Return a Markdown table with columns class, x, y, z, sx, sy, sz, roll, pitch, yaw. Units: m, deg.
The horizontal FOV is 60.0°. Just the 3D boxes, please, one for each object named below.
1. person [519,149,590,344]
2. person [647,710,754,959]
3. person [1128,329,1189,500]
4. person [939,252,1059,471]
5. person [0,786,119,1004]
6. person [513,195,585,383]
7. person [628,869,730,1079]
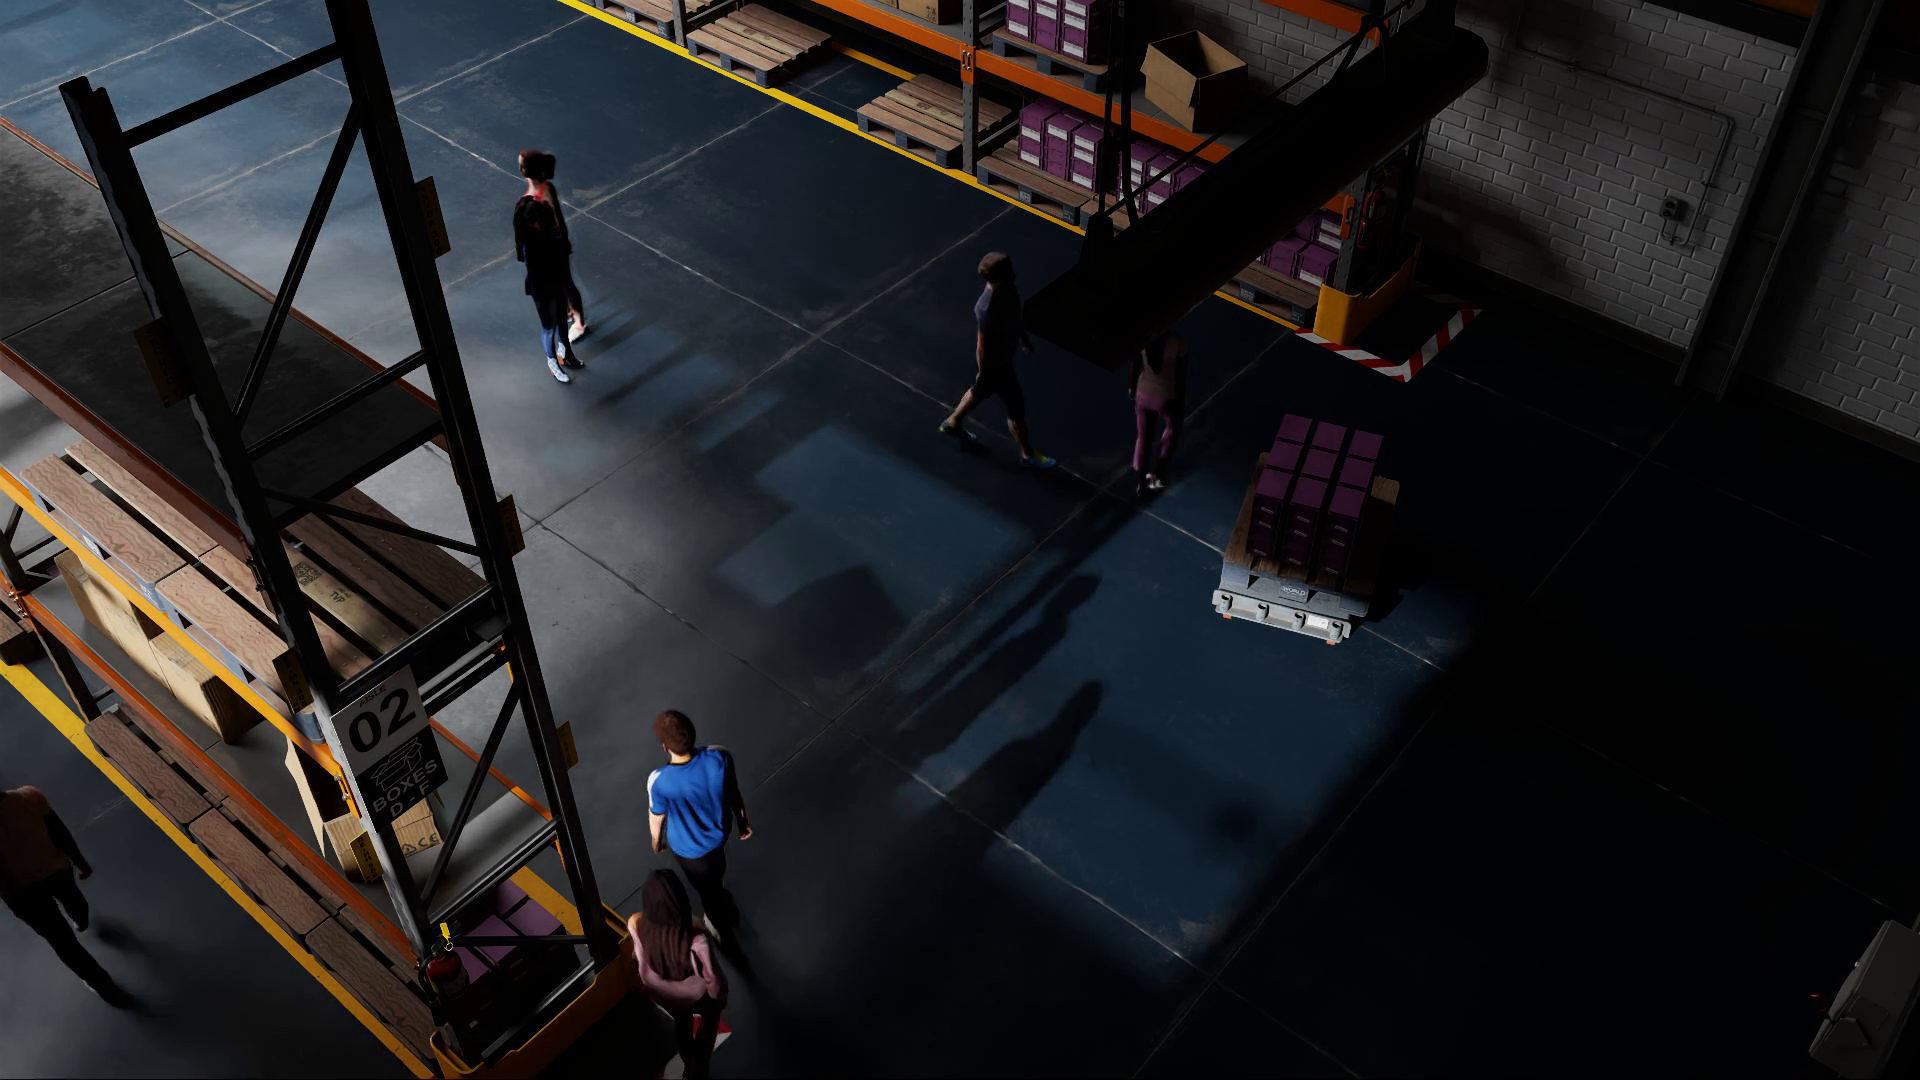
| class | x | y | z | sx | sy | sz | roll | pitch | yaw |
| --- | --- | --- | --- | --- | --- | --- | --- | --- | --- |
| person | -3.314 | -2.406 | 13.490 | 0.657 | 1.750 | 0.499 | -30 | 51 | -28 |
| person | -1.379 | 1.672 | 9.142 | 0.817 | 1.843 | 0.986 | -26 | 49 | -25 |
| person | 1.390 | -0.958 | 11.985 | 0.635 | 1.730 | 0.739 | 17 | 46 | 17 |
| person | 0.194 | -1.352 | 12.315 | 1.300 | 1.845 | 1.010 | 10 | 45 | 10 |
| person | -4.926 | 1.869 | 8.920 | 1.026 | 1.864 | 0.654 | 30 | 51 | 28 |
| person | -3.249 | -1.989 | 13.149 | 0.653 | 1.617 | 0.673 | 15 | 46 | 15 |
| person | -1.427 | 2.370 | 8.446 | 0.885 | 1.792 | 0.928 | 7 | 44 | 7 |
